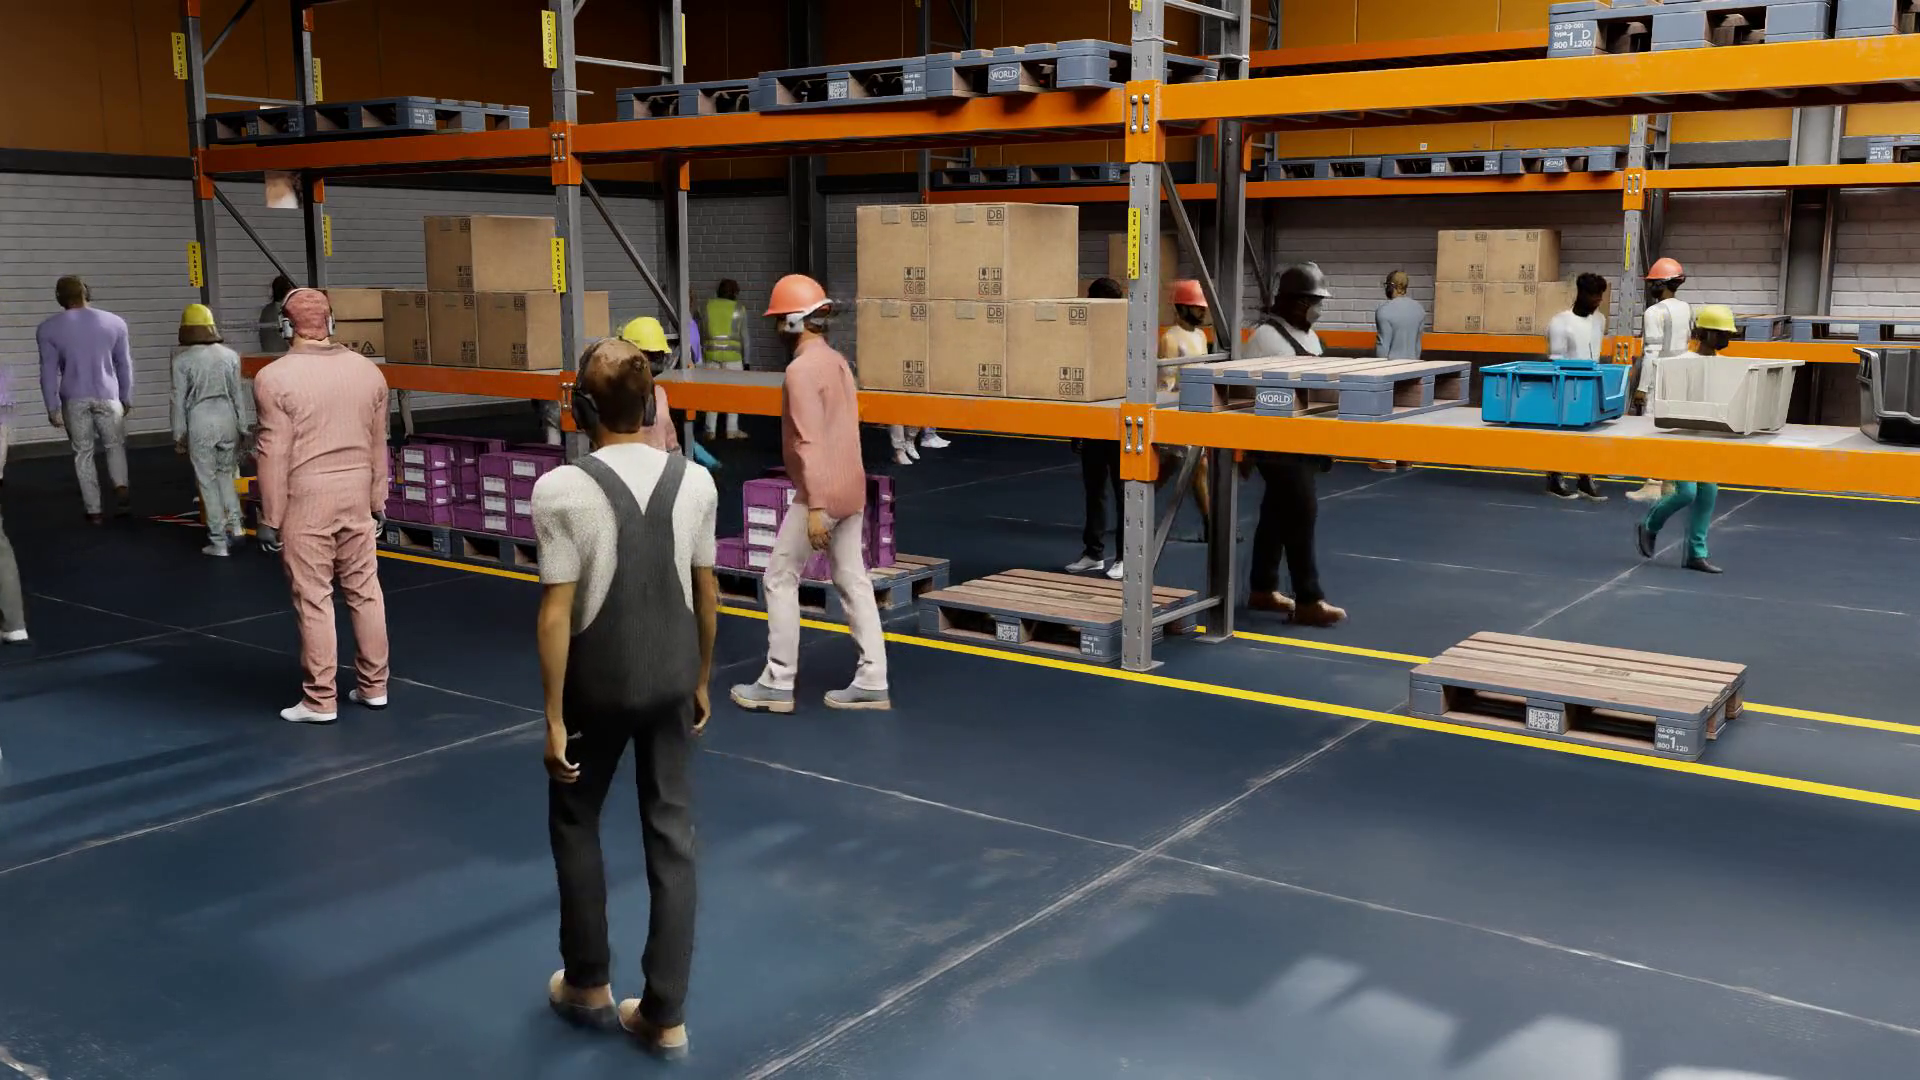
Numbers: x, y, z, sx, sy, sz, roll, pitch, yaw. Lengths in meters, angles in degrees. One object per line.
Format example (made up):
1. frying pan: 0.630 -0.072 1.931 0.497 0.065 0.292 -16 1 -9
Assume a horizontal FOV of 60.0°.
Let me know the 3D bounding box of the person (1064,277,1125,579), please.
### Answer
1. person: 0.961 -0.716 10.675 0.590 1.916 0.391 9 13 44

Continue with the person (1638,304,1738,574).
1. person: 4.776 -0.663 10.844 0.528 1.748 0.508 -4 10 -23

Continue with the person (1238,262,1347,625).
1. person: 1.974 -0.557 9.357 0.847 2.000 0.712 7 12 37

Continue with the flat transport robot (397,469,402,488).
1. flat transport robot: -4.564 -0.490 14.219 1.431 0.197 0.652 -3 10 -19

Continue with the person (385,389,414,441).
1. person: -6.360 -1.922 18.678 0.513 1.641 0.307 0 10 1

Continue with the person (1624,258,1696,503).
1. person: 5.869 -1.332 13.963 0.604 2.044 0.375 -7 12 -37

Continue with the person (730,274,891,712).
1. person: -0.702 -0.190 7.422 0.842 1.956 0.689 3 10 16

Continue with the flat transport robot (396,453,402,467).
1. flat transport robot: -5.157 -0.638 15.098 0.652 0.197 1.431 -3 10 -18

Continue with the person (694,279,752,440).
1. person: -2.700 -2.029 18.820 0.697 1.817 0.430 0 10 -1

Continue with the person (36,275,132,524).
1. person: -6.641 -1.052 12.685 0.648 1.916 0.587 -6 11 -34

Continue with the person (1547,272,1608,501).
1. person: 5.202 -1.273 13.949 0.637 1.925 0.679 -4 10 -22

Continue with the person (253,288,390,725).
1. person: -2.817 -0.147 7.319 0.401 1.904 0.650 6 11 32

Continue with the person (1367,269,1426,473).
1. person: 4.174 -1.613 15.949 0.627 1.941 0.370 -7 12 -35

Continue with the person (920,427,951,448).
1. person: -0.276 -1.953 18.111 0.400 1.901 0.646 0 10 2

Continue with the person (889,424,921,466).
1. person: -0.539 -1.676 16.456 0.657 1.891 0.413 -7 12 -35

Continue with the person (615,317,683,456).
1. person: -1.470 -0.212 8.172 0.706 1.745 0.535 3 10 15

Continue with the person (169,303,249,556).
1. person: -5.164 -0.752 11.420 0.374 1.727 0.511 7 12 37

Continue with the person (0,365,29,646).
1. person: -5.331 -0.378 8.792 1.006 1.869 0.612 6 11 31

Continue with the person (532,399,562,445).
1. person: -3.437 -1.317 14.511 0.644 1.830 0.437 -2 10 -11

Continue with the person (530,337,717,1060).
1. person: -0.891 0.392 4.326 0.536 1.822 0.680 -6 11 -33

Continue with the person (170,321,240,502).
1. person: -6.381 -1.139 14.076 0.507 1.626 0.424 0 10 2

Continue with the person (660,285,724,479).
1. person: -2.348 -1.260 14.144 0.501 1.834 0.584 -1 10 -8

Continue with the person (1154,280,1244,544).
1. person: 1.594 -0.927 12.018 0.976 1.898 0.560 6 11 30

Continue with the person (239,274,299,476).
1. person: -6.205 -1.448 15.061 0.748 1.920 0.640 -8 12 -40
